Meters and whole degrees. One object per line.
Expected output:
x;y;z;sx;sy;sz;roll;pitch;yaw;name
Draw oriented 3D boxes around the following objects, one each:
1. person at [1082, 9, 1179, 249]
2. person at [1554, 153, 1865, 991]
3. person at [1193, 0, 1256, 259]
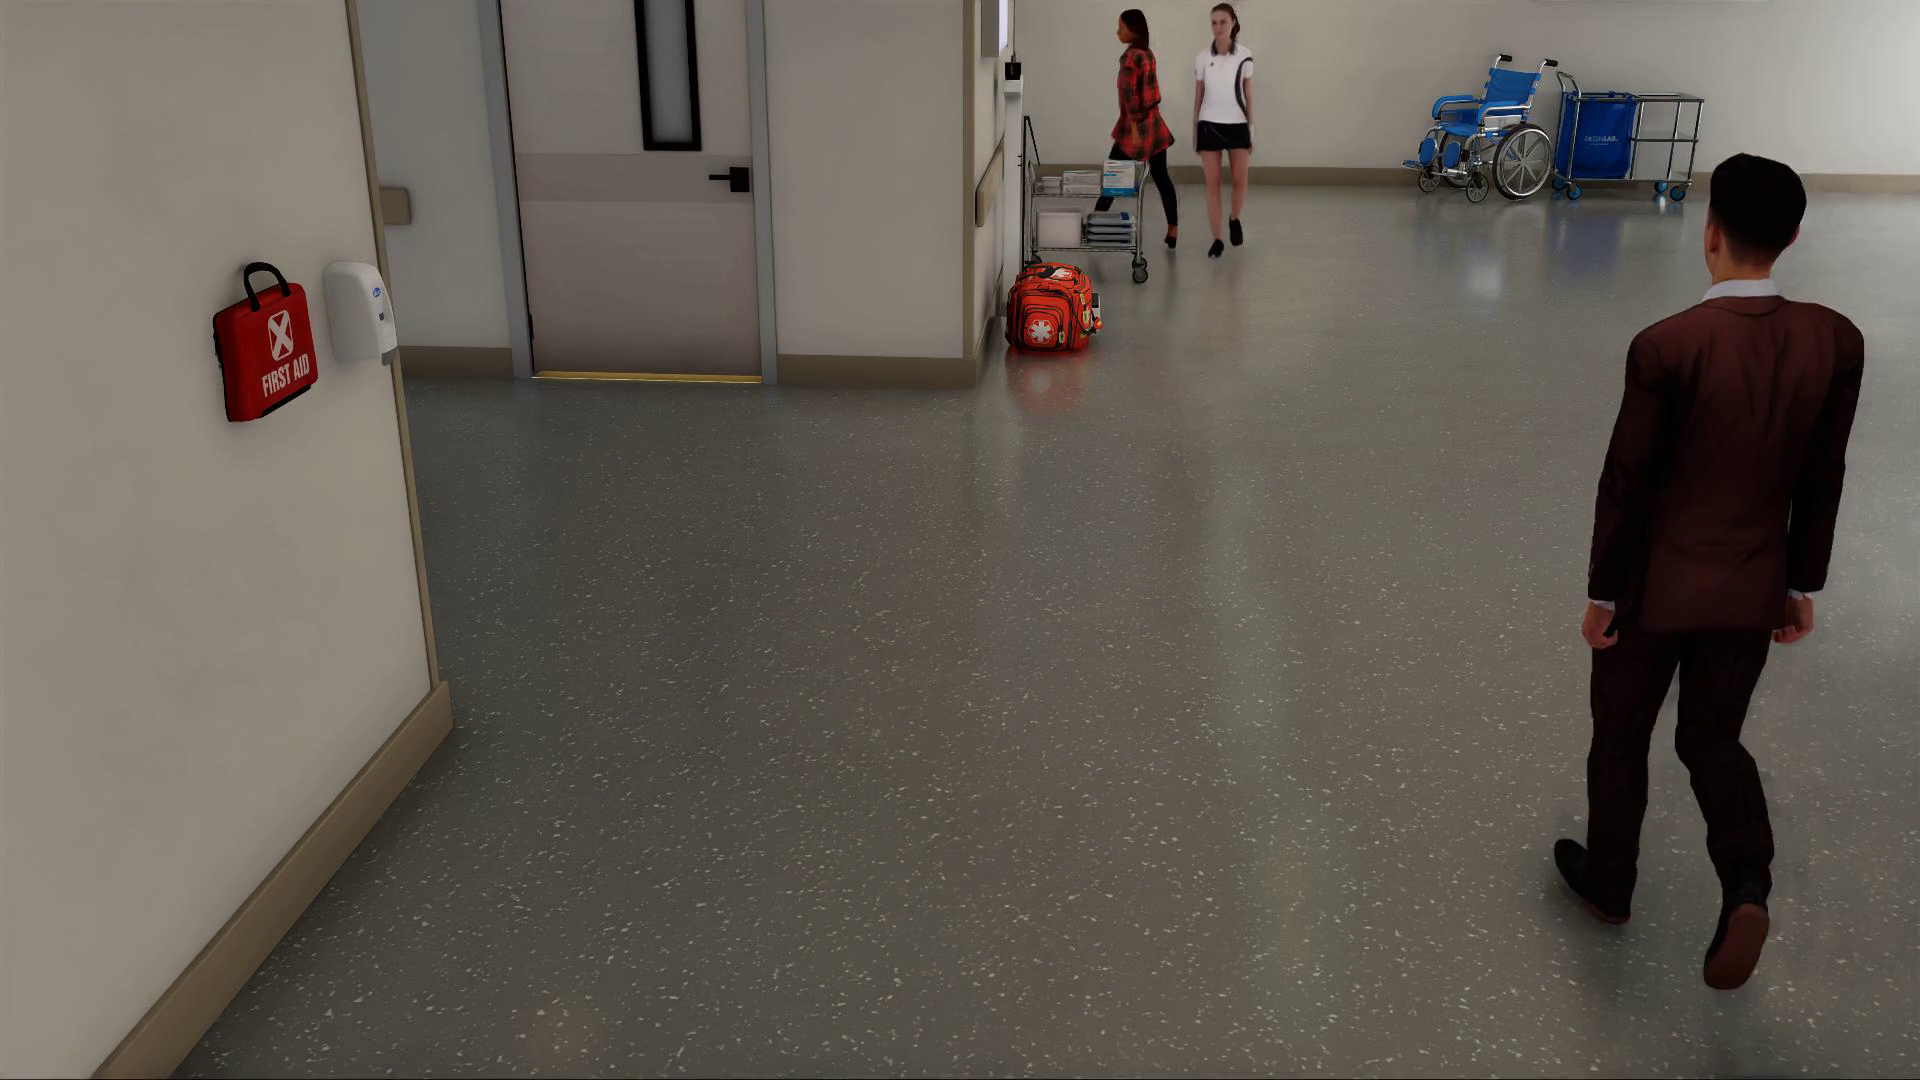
1.349;-2.878;11.839;1.023;1.650;1.052;15;25;34;person
1.643;0.124;3.634;0.785;1.848;1.051;-1;21;-4;person
1.853;-2.839;11.624;0.651;1.730;0.797;4;21;10;person
